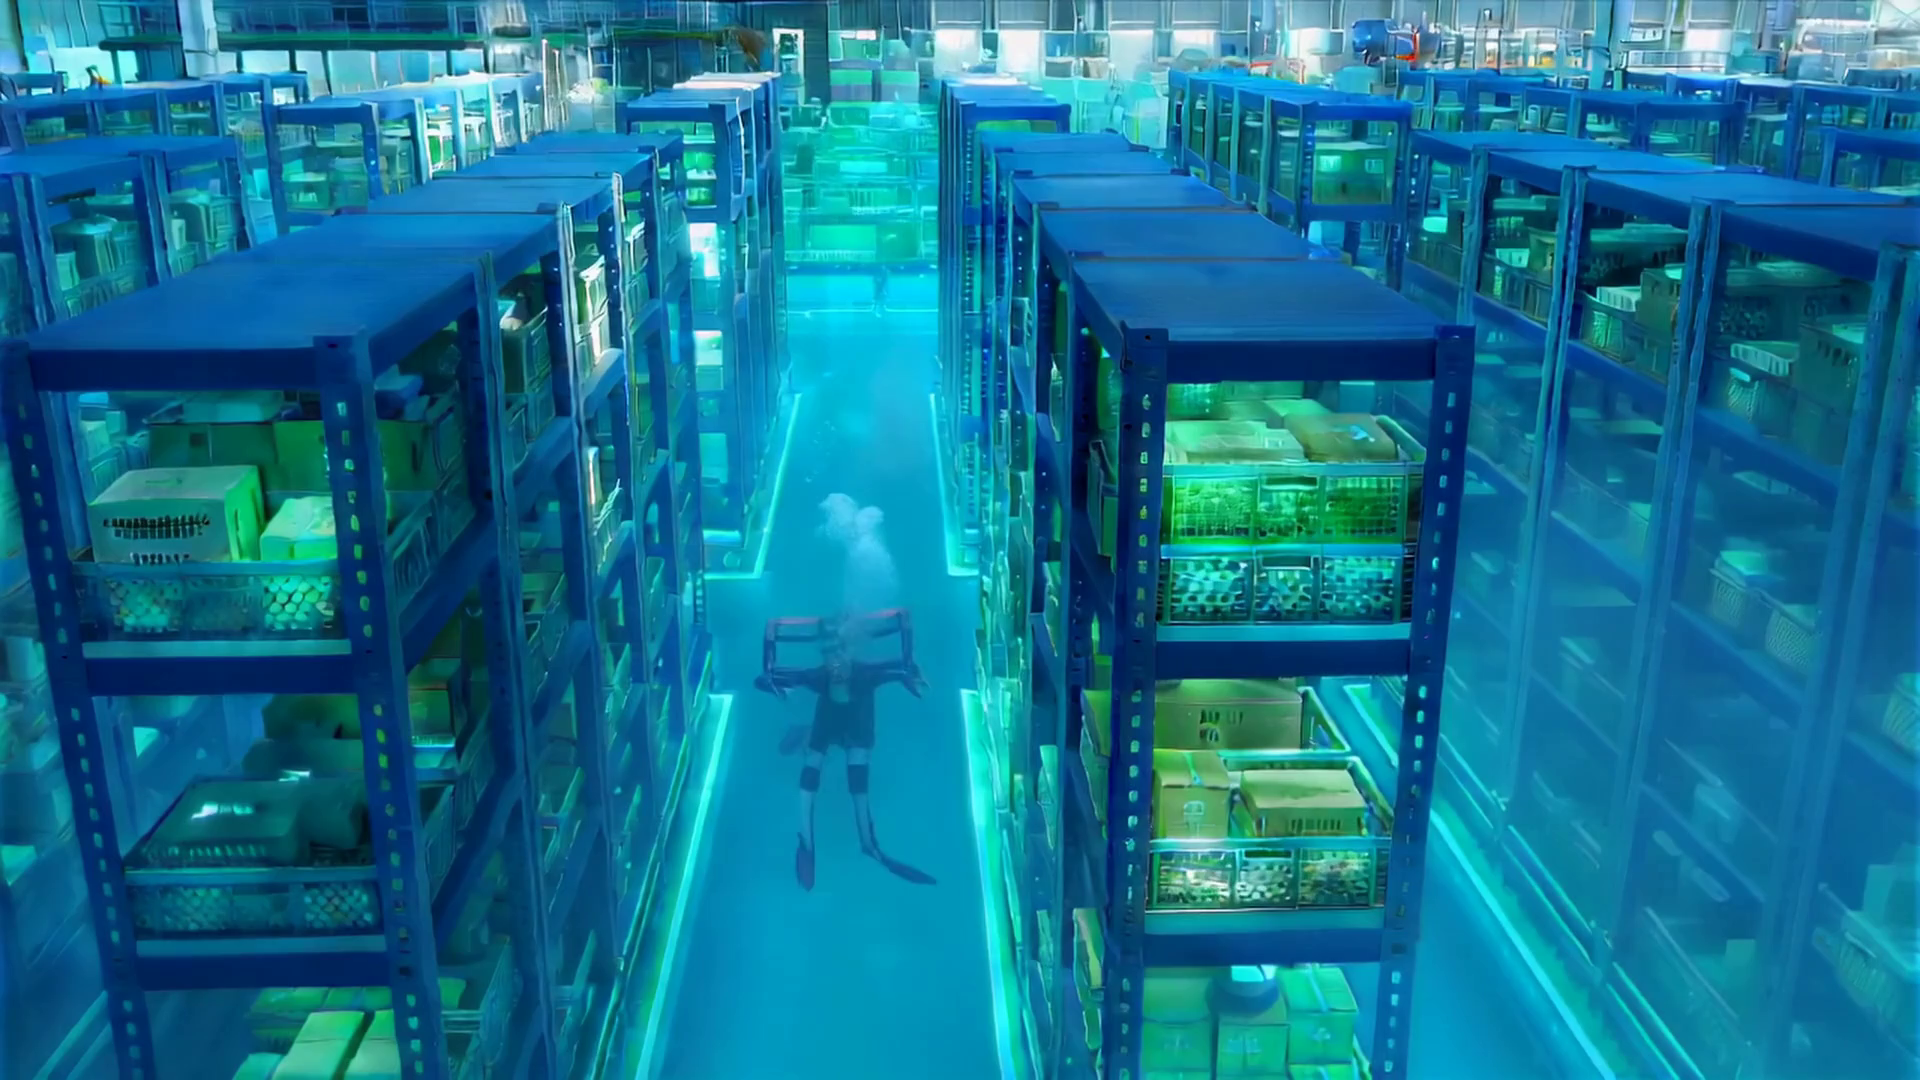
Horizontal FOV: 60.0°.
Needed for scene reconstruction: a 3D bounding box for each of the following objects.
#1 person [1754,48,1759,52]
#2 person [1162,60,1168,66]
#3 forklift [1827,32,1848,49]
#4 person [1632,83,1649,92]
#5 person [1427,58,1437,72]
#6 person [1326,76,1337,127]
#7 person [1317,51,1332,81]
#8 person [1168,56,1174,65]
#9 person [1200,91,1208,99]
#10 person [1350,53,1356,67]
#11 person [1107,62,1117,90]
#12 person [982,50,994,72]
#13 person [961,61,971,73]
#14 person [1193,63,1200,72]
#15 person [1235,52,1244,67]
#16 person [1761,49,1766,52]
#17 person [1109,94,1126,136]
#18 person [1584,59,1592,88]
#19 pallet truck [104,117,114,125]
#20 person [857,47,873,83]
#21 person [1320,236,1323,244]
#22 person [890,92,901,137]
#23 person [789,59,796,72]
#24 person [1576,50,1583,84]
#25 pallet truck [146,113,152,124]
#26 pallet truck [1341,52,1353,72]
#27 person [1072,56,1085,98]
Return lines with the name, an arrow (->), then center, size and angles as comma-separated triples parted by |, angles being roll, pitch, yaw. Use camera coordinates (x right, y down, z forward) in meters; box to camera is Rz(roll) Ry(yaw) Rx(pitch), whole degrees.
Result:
person -> 43.496, -25.954, 91.087 | 0.544, 1.939, 0.355 | 1, 18, 4
person -> 9.036, -20.367, 73.933 | 0.685, 1.848, 0.570 | -2, 18, -5
forklift -> 46.023, -25.321, 87.619 | 1.129, 2.768, 1.873 | -1, 18, -2
person -> 24.416, -15.858, 59.798 | 0.361, 1.965, 0.613 | -14, 22, -36
person -> 22.824, -22.427, 80.488 | 0.492, 1.740, 0.325 | 16, 24, 41
person -> 12.825, -15.062, 57.459 | 0.946, 1.886, 0.567 | -7, 19, -21
person -> 18.316, -23.548, 83.624 | 1.008, 1.941, 0.613 | -14, 23, -37
person -> 10.746, -24.137, 85.889 | 0.560, 1.676, 0.540 | 0, 18, 1
person -> 8.433, -15.195, 57.628 | 0.676, 2.000, 0.536 | -1, 18, -4
person -> 20.812, -24.939, 88.233 | 0.321, 1.761, 0.522 | 12, 21, 32
person -> 6.762, -20.160, 73.351 | 0.653, 1.828, 0.638 | -7, 19, -20
person -> 1.433, -25.137, 88.629 | 0.991, 1.907, 0.612 | 16, 24, 41
person -> 0.307, -20.435, 74.214 | 0.633, 1.820, 0.796 | 13, 22, 35
person -> 9.279, -17.775, 65.635 | 0.601, 2.035, 0.410 | 5, 19, 15
person -> 14.113, -23.687, 84.107 | 0.600, 1.914, 0.616 | -14, 23, -38
person -> 43.419, -25.630, 90.123 | 0.641, 1.918, 0.771 | 10, 21, 29
person -> 4.375, -11.396, 46.147 | 0.515, 1.872, 0.328 | 7, 19, 22
person -> 28.548, -20.973, 75.823 | 0.346, 1.846, 0.505 | -7, 19, -22
pallet truck -> -18.367, -7.885, 35.078 | 1.885, 1.965, 0.823 | 1, 18, 2
person -> -5.265, -26.524, 92.881 | 1.072, 1.938, 0.603 | -13, 22, -36
person -> 3.778, -2.437, 18.222 | 0.622, 1.993, 0.384 | -9, 20, -25
person -> -1.895, -12.349, 49.261 | 0.321, 1.769, 0.523 | -6, 19, -17
person -> -9.072, -25.640, 90.247 | 0.978, 1.863, 0.600 | -1, 18, -2
person -> 33.950, -25.817, 90.849 | 1.005, 1.833, 0.593 | -11, 21, -32
pallet truck -> -18.087, -8.309, 36.390 | 1.885, 1.965, 0.823 | -1, 18, -4
pallet truck -> 18.794, -23.123, 82.231 | 0.823, 1.965, 1.885 | -13, 22, -35
person -> 5.578, -21.831, 78.362 | 0.594, 1.920, 0.379 | 0, 18, 0
